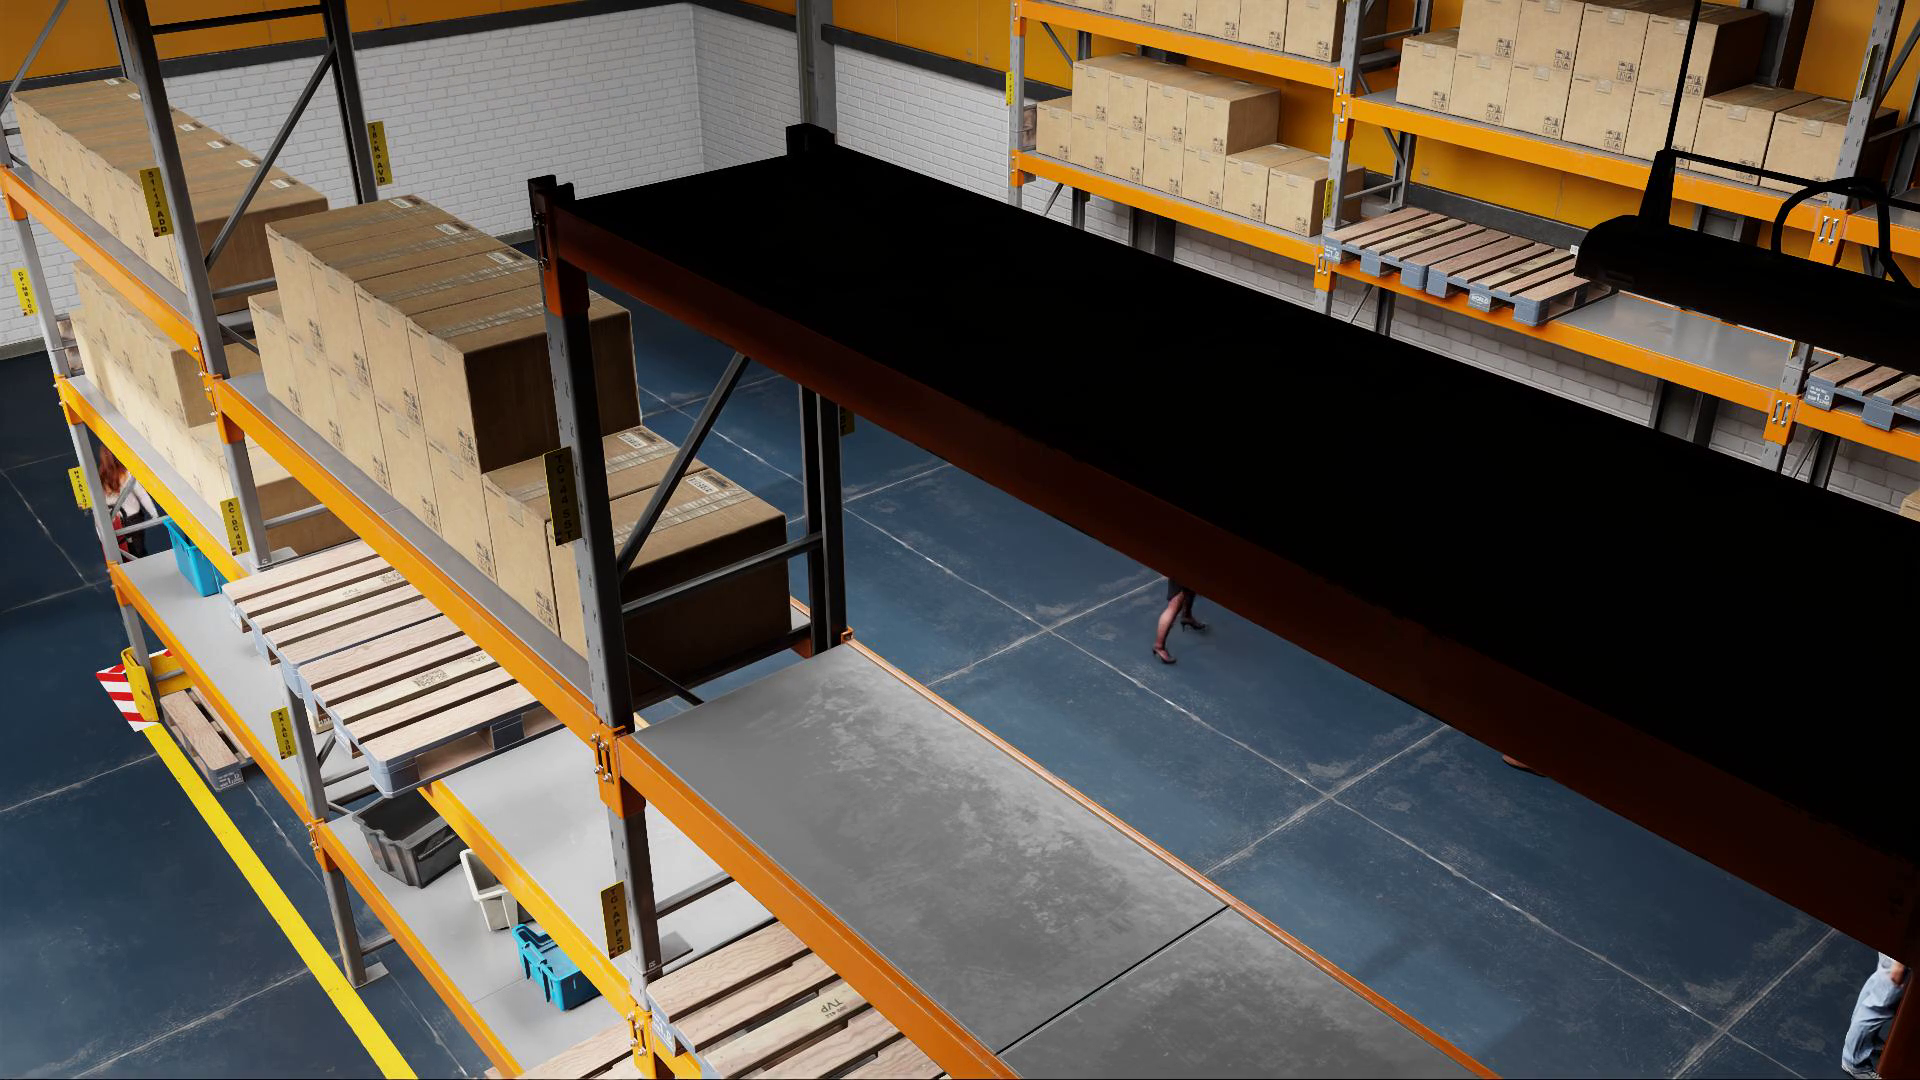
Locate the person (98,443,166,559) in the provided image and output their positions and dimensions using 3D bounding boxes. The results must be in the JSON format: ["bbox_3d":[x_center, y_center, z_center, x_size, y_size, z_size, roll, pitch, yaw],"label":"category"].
[{"bbox_3d":[-7.110,-0.118,14.136,0.953,1.448,1.013,2,29,4],"label":"person"}]

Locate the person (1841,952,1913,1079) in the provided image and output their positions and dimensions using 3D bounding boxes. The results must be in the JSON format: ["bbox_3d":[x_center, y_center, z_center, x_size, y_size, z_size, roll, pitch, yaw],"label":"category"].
[{"bbox_3d":[5.317,2.251,9.357,0.672,1.866,0.735,17,33,29],"label":"person"}]
